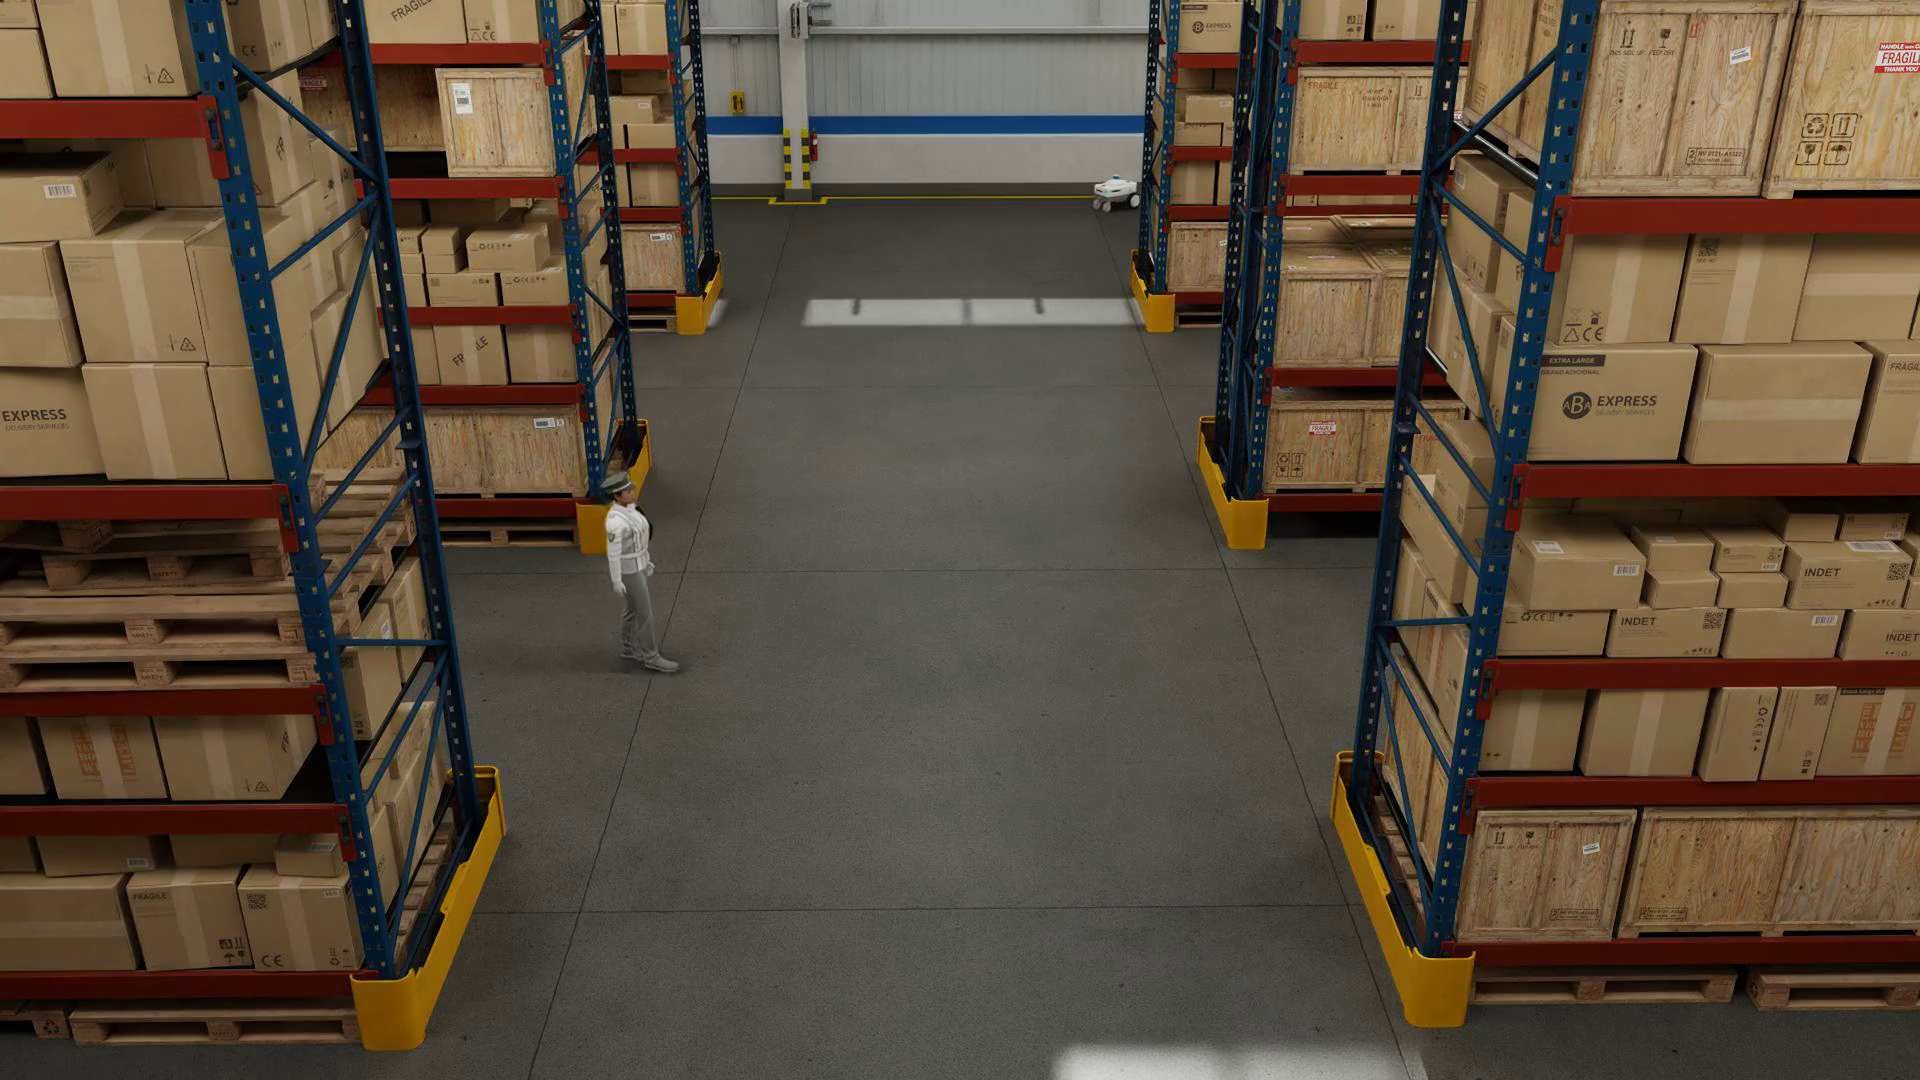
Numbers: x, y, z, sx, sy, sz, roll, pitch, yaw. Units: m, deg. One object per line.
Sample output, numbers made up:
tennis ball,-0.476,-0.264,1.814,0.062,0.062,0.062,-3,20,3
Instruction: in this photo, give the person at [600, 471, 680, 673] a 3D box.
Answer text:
person,-2.568,0.233,13.449,0.544,1.695,0.502,1,25,3

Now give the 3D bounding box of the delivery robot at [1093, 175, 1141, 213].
delivery robot,2.583,-5.779,27.823,0.743,0.535,0.667,-16,29,-30
